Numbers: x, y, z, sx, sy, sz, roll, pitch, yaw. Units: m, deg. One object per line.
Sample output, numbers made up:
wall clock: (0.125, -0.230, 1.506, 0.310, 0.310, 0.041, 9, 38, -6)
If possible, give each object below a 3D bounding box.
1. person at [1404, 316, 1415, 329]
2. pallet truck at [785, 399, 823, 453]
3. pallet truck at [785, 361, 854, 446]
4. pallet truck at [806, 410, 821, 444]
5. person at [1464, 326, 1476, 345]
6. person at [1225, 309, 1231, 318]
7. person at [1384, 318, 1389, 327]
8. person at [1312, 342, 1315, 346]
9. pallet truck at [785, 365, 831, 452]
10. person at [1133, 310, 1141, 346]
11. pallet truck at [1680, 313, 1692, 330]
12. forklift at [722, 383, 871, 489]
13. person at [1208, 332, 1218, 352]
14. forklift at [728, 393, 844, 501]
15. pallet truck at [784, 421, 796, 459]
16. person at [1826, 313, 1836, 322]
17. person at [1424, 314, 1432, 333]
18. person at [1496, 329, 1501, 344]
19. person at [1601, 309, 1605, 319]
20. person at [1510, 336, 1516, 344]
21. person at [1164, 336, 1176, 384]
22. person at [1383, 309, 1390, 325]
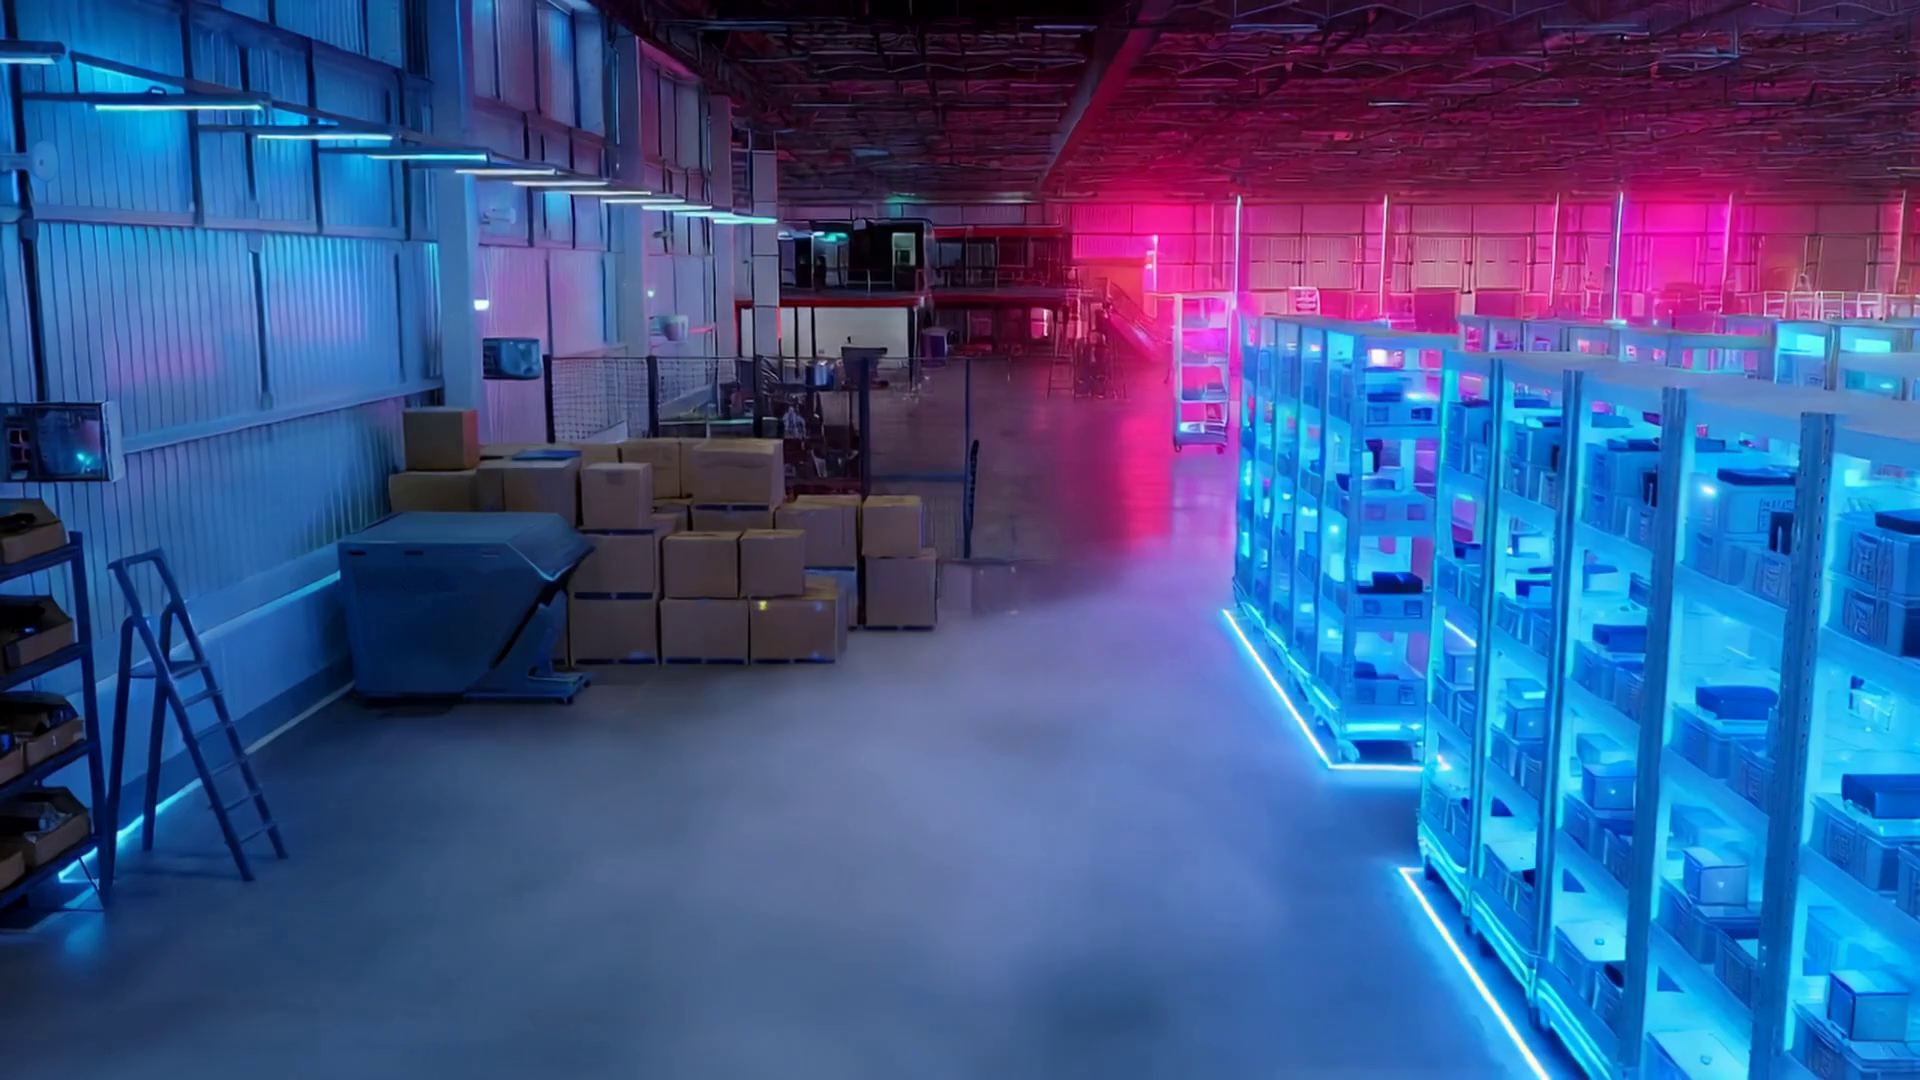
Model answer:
person: (22.781, -10.448, 84.352, 0.622, 1.802, 0.932, -5, 10, -27)
pallet truck: (-3.814, -2.432, 36.419, 1.630, 1.274, 0.653, 0, 9, 1)
pallet truck: (-3.410, -3.193, 38.978, 1.885, 1.965, 0.823, 0, 9, -1)
pallet truck: (-3.559, -2.018, 33.905, 1.522, 1.261, 0.704, 0, 9, -1)
person: (19.829, -7.420, 64.920, 1.037, 2.000, 0.687, 2, 9, 13)
person: (15.517, -12.358, 95.602, 0.649, 1.960, 0.815, -7, 11, -35)
person: (21.914, -10.617, 85.803, 0.896, 1.642, 0.560, -3, 10, -17)
person: (15.638, -8.882, 74.415, 1.014, 1.898, 0.640, -5, 11, -29)
pallet truck: (-3.774, -2.976, 37.635, 1.885, 1.965, 0.823, 1, 9, 5)
person: (9.591, -11.447, 90.038, 0.604, 1.949, 0.389, -8, 12, -41)
pallet truck: (36.315, -10.531, 84.244, 0.823, 1.965, 1.885, -6, 11, -33)
forklift: (-2.893, -1.687, 28.729, 2.680, 1.987, 1.157, 0, 9, -1)
person: (10.883, -8.370, 71.276, 0.974, 1.871, 0.613, -7, 11, -35)
forklift: (-2.979, -1.316, 26.476, 2.680, 1.987, 1.157, 0, 9, 1)
pallet truck: (-4.013, -1.793, 32.705, 1.601, 1.201, 0.680, 0, 9, 1)
person: (46.628, -11.225, 89.066, 1.029, 1.831, 0.607, -8, 12, -41)
person: (25.840, -11.589, 91.564, 0.817, 1.732, 0.535, 0, 9, 1)
person: (24.944, -9.278, 76.976, 0.551, 1.849, 0.541, 2, 9, 9)
person: (36.371, -12.083, 93.822, 0.382, 1.994, 0.613, 0, 9, -1)
person: (19.147, -6.121, 57.540, 0.986, 1.831, 0.598, -6, 11, -34)
person: (7.717, -6.512, 60.296, 0.786, 1.717, 0.578, -3, 10, -20)
person: (24.359, -12.264, 95.266, 0.877, 1.895, 0.587, 3, 10, 16)
